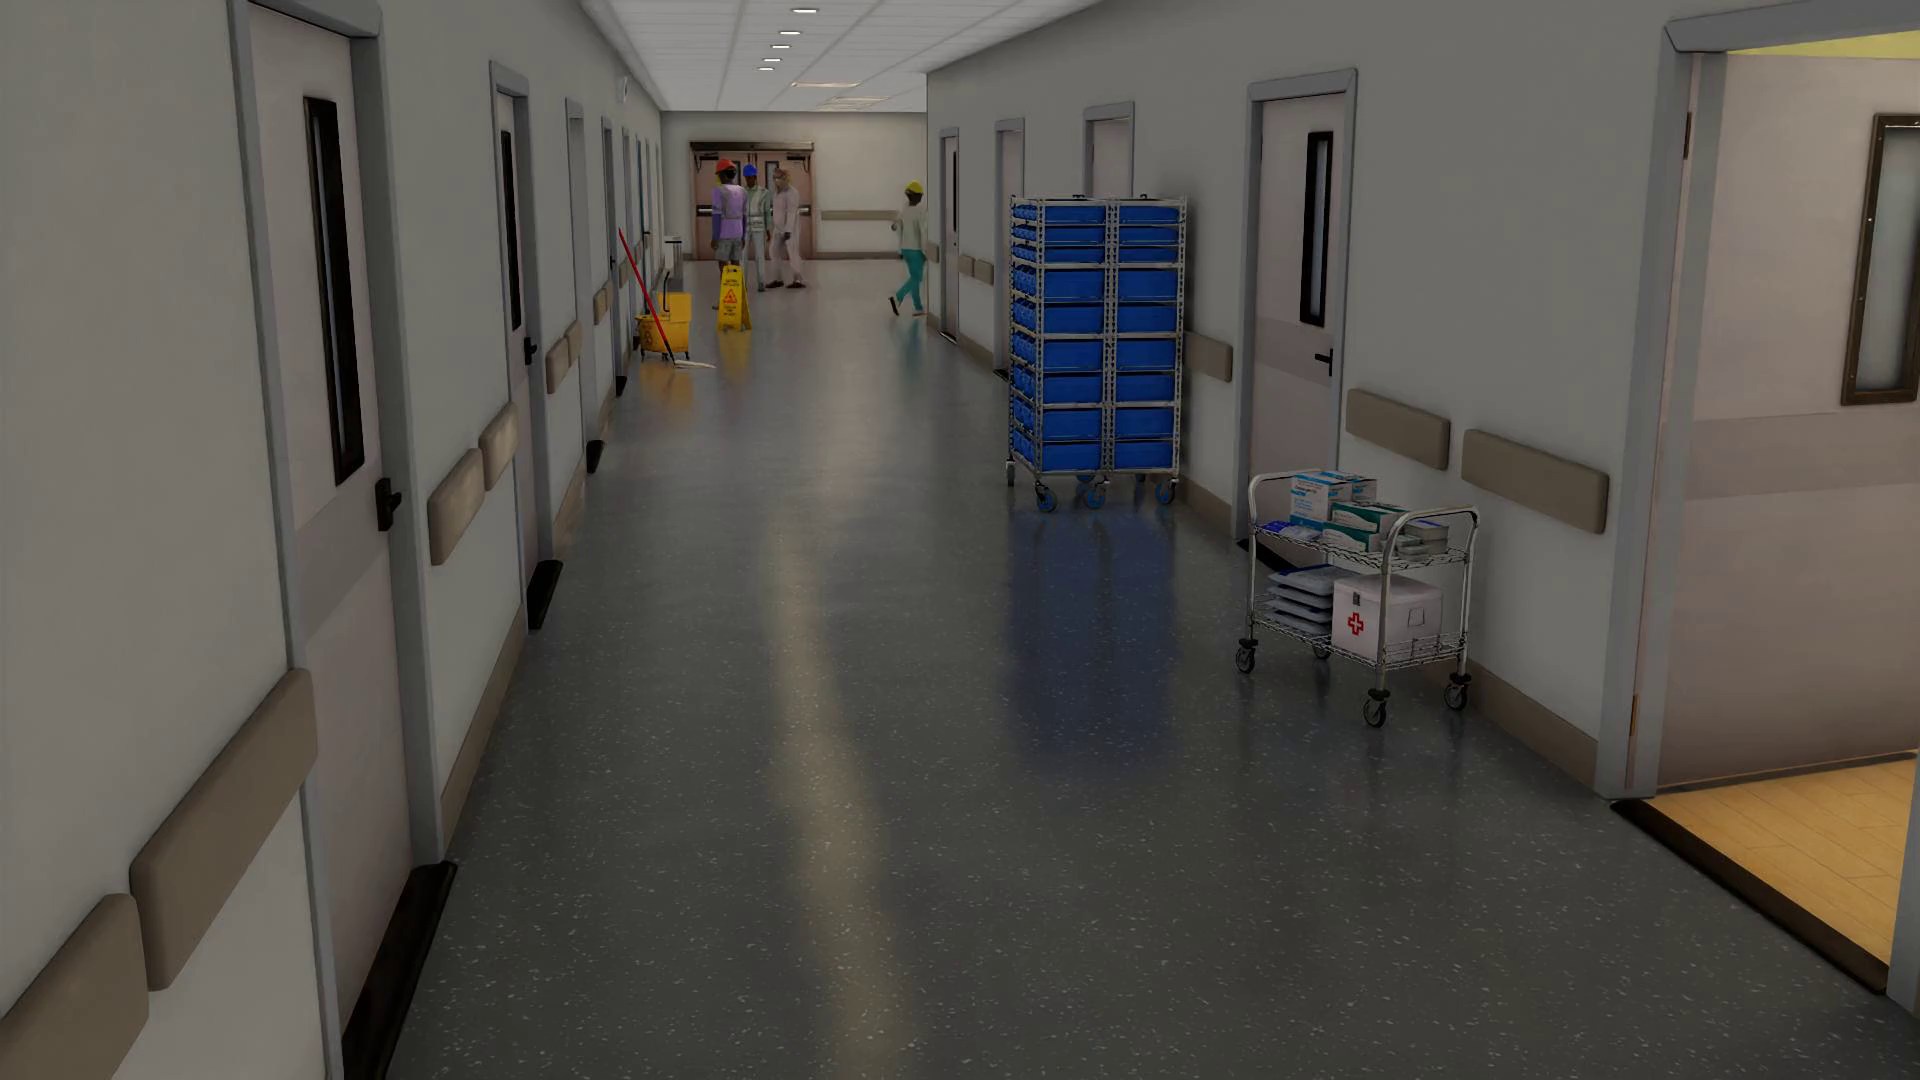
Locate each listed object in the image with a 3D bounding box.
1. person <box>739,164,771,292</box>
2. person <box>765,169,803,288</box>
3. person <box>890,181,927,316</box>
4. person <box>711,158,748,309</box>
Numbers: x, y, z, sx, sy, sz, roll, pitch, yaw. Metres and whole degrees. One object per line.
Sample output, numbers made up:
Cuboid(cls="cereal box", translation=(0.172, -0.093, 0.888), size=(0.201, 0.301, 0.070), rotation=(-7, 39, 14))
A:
Cuboid(cls="person", translation=(-3.228, -4.825, 25.781), size=(0.603, 1.949, 0.397), rotation=(1, 13, 3))
Cuboid(cls="person", translation=(-2.838, -4.947, 26.474), size=(0.713, 1.880, 0.656), rotation=(-10, 16, -38))
Cuboid(cls="person", translation=(-0.649, -3.748, 21.461), size=(0.713, 1.746, 0.530), rotation=(-11, 17, -41))
Cuboid(cls="person", translation=(-3.153, -4.151, 22.618), size=(0.403, 2.031, 0.613), rotation=(9, 16, 36))
